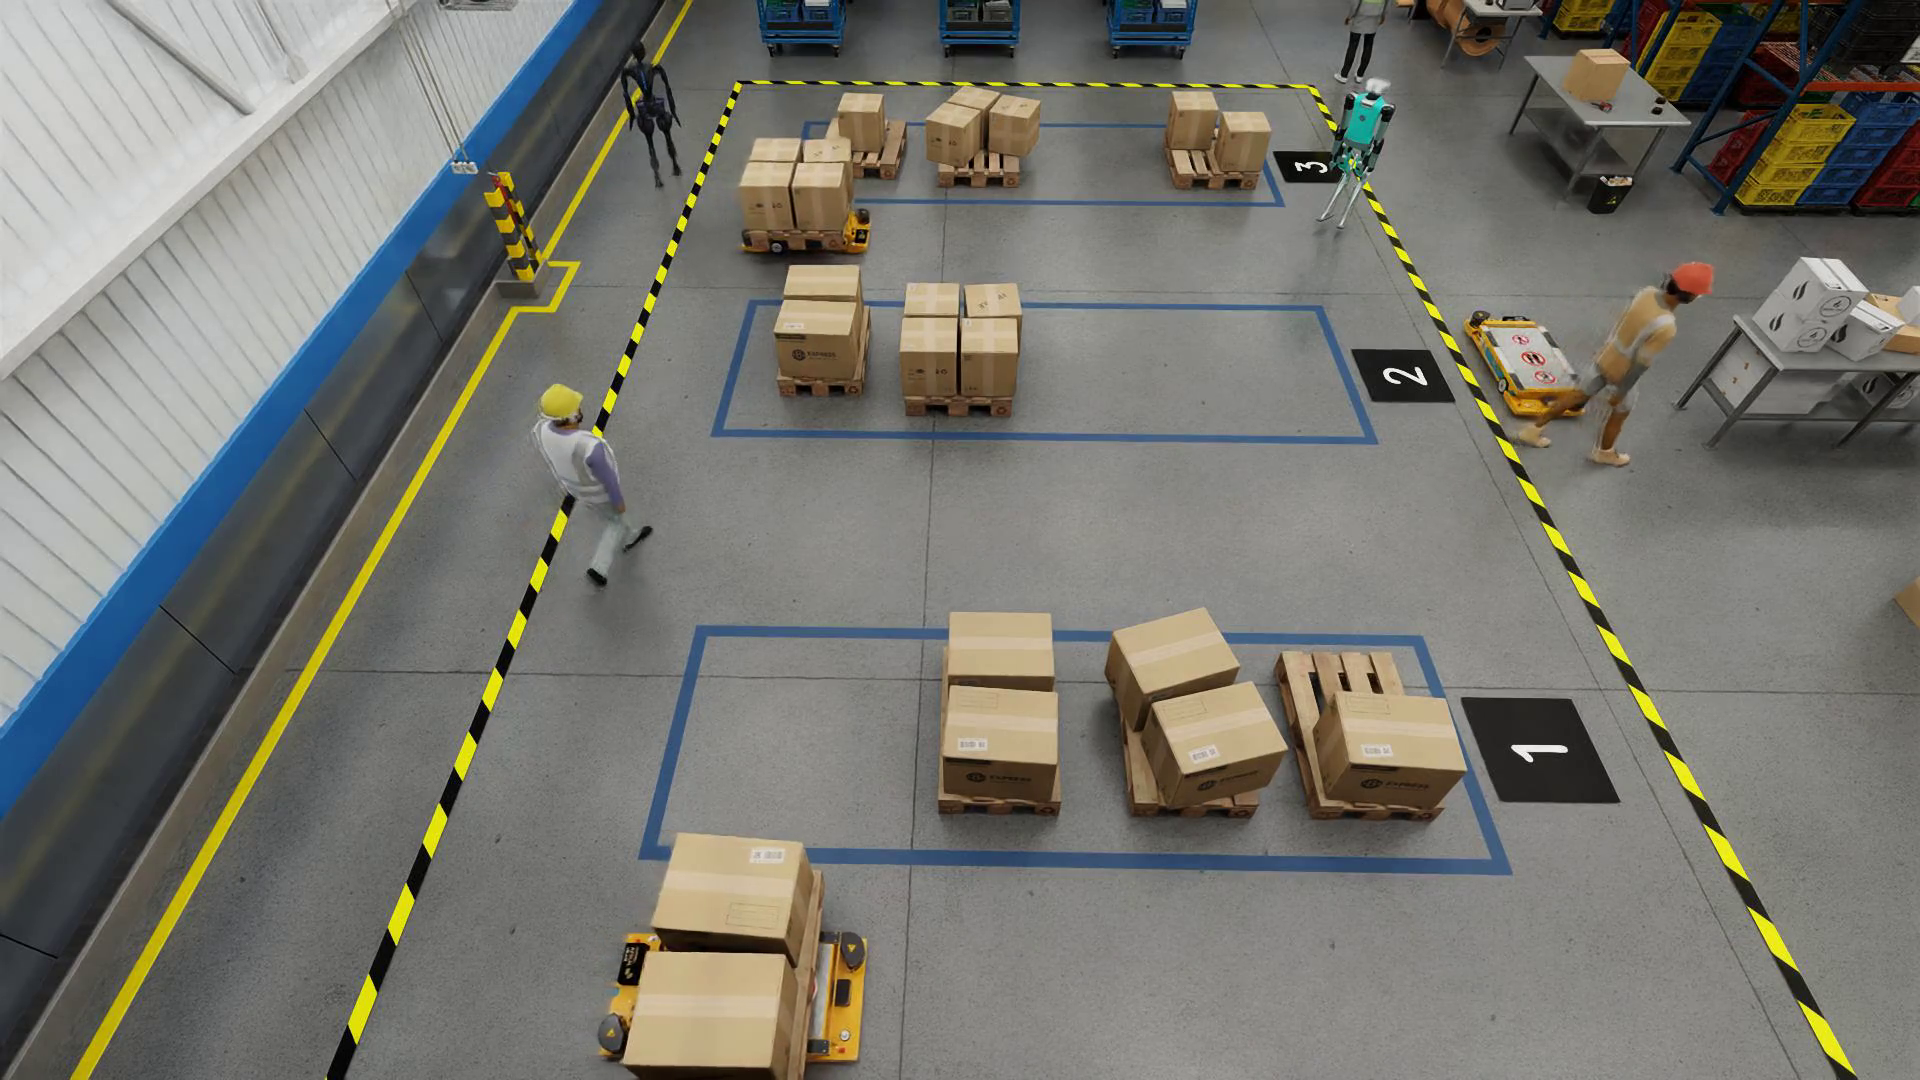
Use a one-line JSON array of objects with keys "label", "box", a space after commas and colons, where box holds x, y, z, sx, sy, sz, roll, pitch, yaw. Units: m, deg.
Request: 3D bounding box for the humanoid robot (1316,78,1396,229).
[{"label": "humanoid robot", "box": [4.483, -4.354, 10.239, 0.533, 1.681, 0.735, 33, 57, 25]}]

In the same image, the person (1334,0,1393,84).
[{"label": "person", "box": [5.748, -7.434, 12.923, 0.587, 1.849, 0.396, -1, 49, -1]}]

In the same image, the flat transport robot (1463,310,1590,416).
[{"label": "flat transport robot", "box": [5.573, -1.757, 9.054, 0.659, 0.231, 1.431, 1, 49, 1]}]

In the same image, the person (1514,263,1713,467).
[{"label": "person", "box": [5.543, -1.442, 7.640, 0.961, 2.003, 0.619, 4, 49, 3]}]

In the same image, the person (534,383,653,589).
[{"label": "person", "box": [-2.771, -0.396, 6.857, 0.593, 1.811, 0.721, 24, 53, 19]}]

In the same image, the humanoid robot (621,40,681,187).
[{"label": "humanoid robot", "box": [-3.709, -5.105, 11.044, 0.611, 1.651, 0.540, -14, 51, -12]}]

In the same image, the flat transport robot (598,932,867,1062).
[{"label": "flat transport robot", "box": [-1.277, 2.602, 5.263, 1.431, 0.197, 0.652, 1, 49, 1]}]

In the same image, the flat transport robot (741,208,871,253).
[{"label": "flat transport robot", "box": [-1.772, -3.605, 10.636, 1.431, 0.197, 0.652, 1, 49, 1]}]
